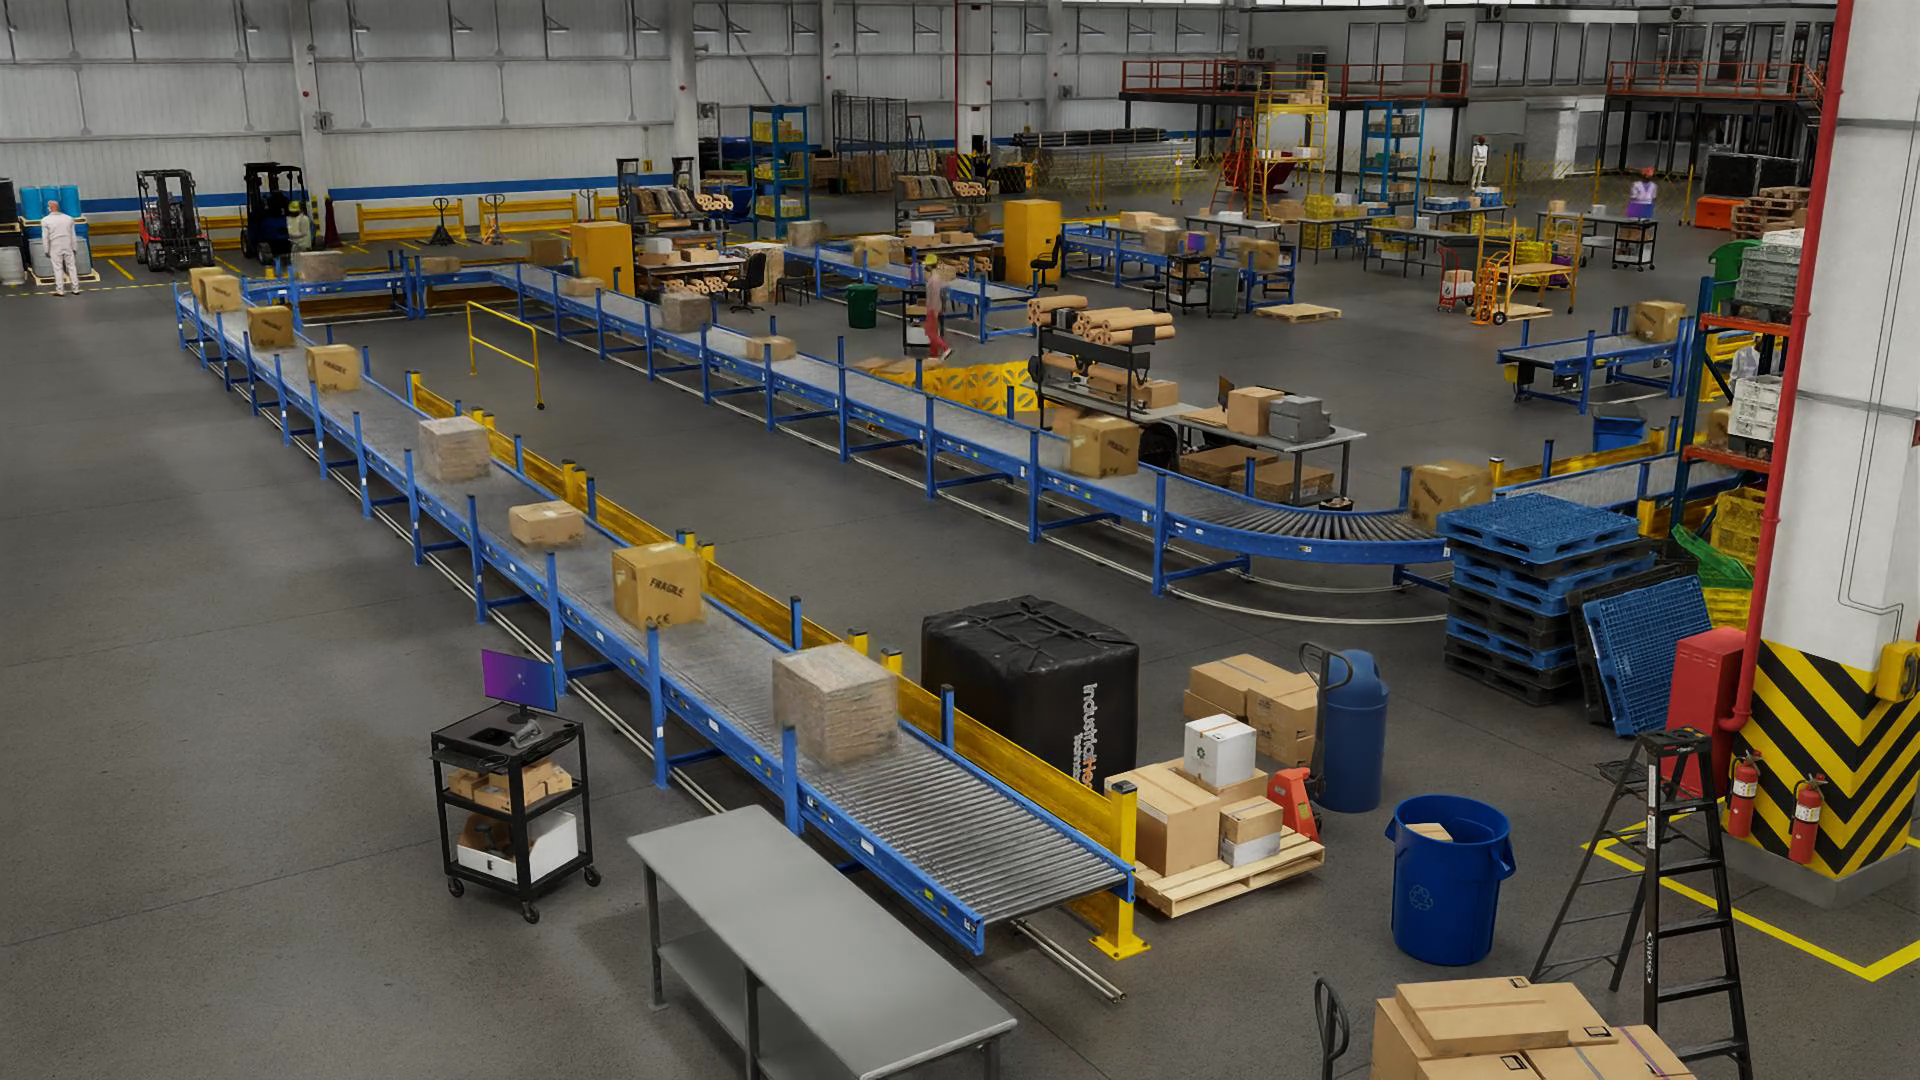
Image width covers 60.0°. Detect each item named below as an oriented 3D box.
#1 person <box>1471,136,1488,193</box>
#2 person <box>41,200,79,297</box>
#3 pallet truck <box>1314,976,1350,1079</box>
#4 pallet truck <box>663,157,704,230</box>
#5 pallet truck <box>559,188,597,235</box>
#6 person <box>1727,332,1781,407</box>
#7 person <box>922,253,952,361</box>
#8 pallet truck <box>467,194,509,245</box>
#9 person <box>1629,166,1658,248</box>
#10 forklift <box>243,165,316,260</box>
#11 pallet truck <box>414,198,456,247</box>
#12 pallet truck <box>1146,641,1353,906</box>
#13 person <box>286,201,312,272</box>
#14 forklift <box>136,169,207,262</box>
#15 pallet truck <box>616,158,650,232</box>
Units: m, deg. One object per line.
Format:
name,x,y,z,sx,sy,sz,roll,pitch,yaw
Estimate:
person,17.450,-12.609,55.871,0.583,1.882,0.338,-6,18,-18
person,-18.035,-5.835,33.309,0.400,1.900,0.645,14,21,38
pallet truck,2.299,2.390,7.086,1.601,1.201,0.680,-2,17,-7
pallet truck,-7.586,-9.308,44.692,0.823,1.965,1.885,-11,20,-33
pallet truck,-10.010,-8.652,43.699,0.653,1.274,1.630,-10,20,-31
person,9.291,-1.643,19.462,0.593,1.837,0.404,7,18,22
person,-0.408,-3.655,26.296,0.415,1.749,0.537,-1,17,-2
pallet truck,-11.983,-8.177,42.137,0.704,1.261,1.522,-11,20,-33
person,16.618,-8.069,40.509,0.632,2.031,0.534,2,17,5
forklift,-15.898,-7.669,38.708,1.157,1.987,2.680,-11,20,-33
pallet truck,-13.250,-8.060,41.856,0.680,1.201,1.601,-10,20,-31
pallet truck,1.664,1.407,10.232,1.630,1.274,0.653,-10,20,-31
person,-13.745,-6.165,34.599,0.618,1.773,0.930,6,18,18
forklift,-17.842,-7.318,37.559,1.157,1.987,2.680,-10,20,-31
pallet truck,-8.918,-9.176,44.255,0.823,1.965,1.885,-9,19,-27
